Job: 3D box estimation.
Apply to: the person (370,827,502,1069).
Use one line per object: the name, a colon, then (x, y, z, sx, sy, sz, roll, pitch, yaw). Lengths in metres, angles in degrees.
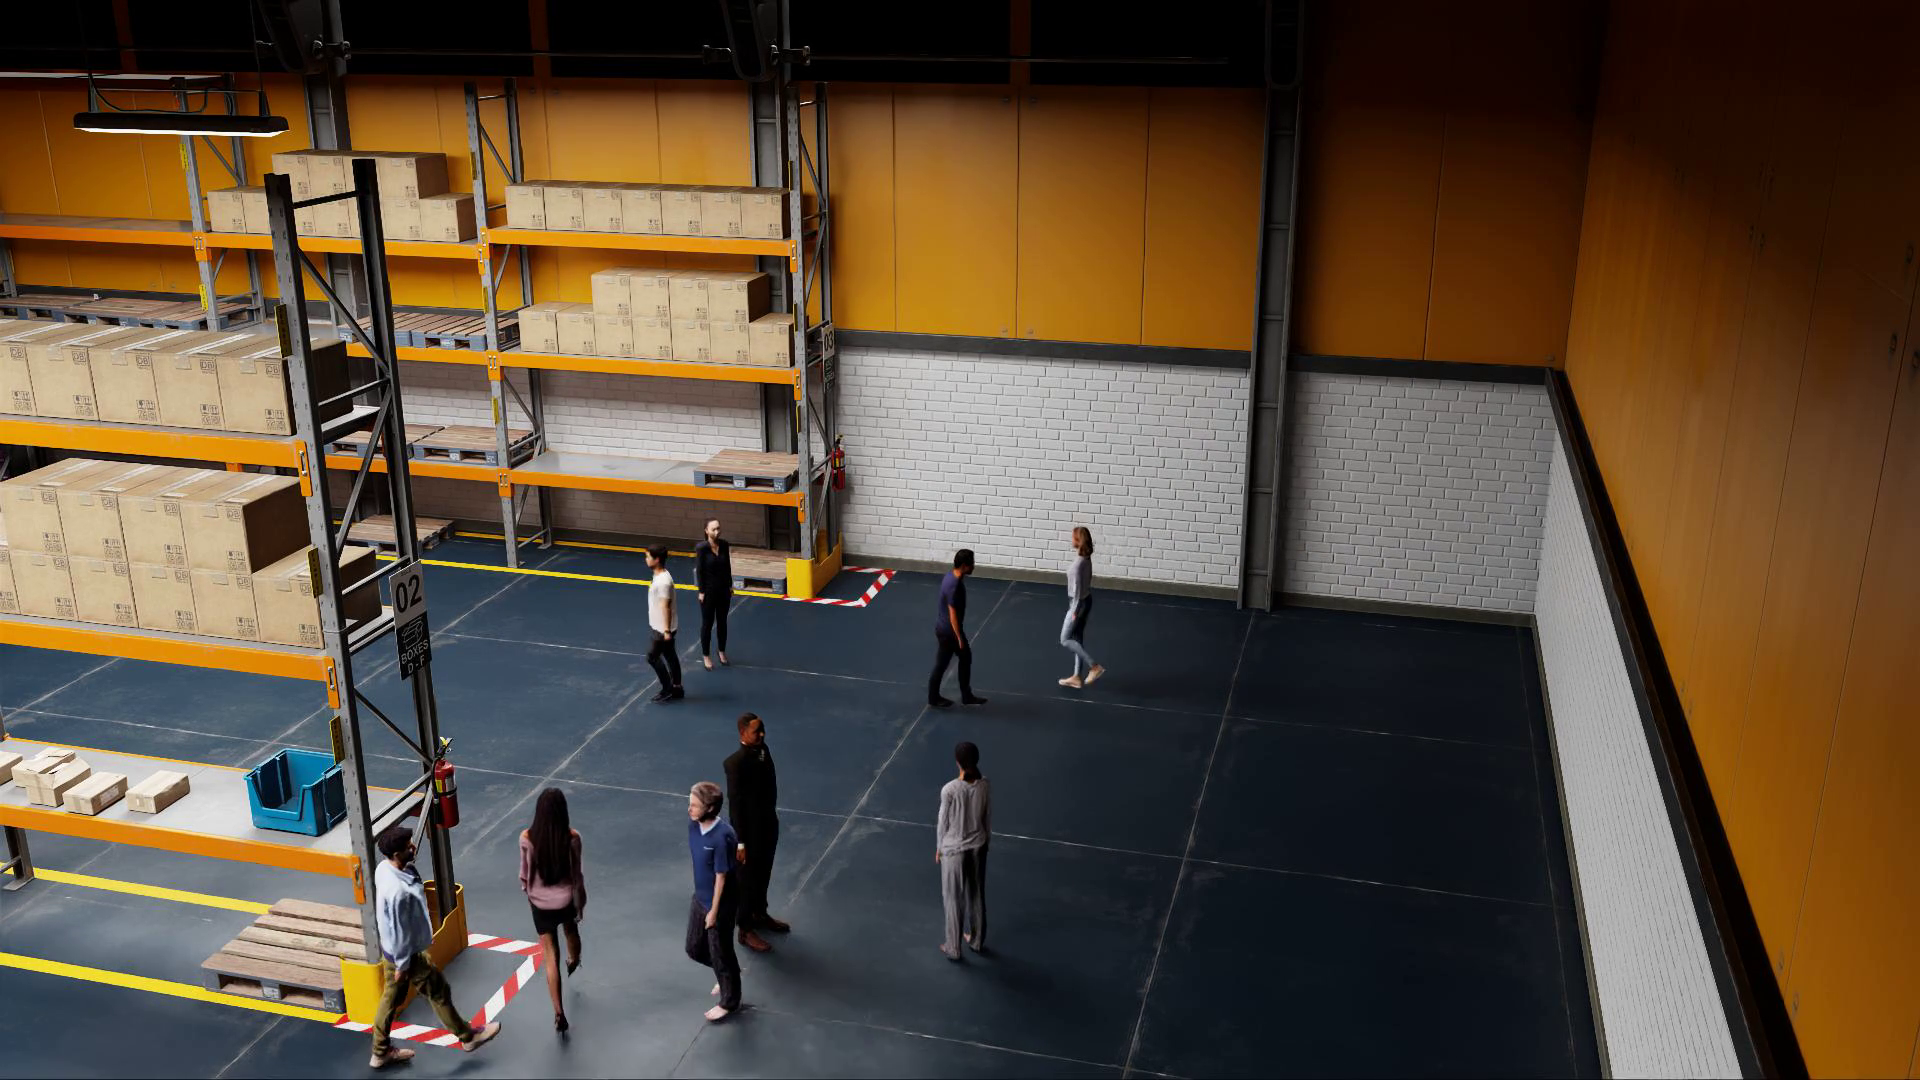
person: (-3.838, 2.790, 11.230, 1.187, 1.775, 1.123, -10, 21, -28)

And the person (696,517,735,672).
person: (-2.645, 0.569, 17.924, 0.644, 1.711, 0.670, -14, 23, -36)

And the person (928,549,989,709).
person: (-0.186, 0.918, 16.840, 0.867, 1.742, 0.711, 2, 19, 7)

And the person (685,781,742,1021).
person: (-1.667, 2.539, 11.846, 0.873, 1.857, 0.796, -14, 23, -36)

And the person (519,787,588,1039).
person: (-2.851, 2.651, 11.676, 1.152, 1.754, 1.002, -3, 19, -10)

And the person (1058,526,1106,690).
person: (1.320, 0.722, 17.352, 0.755, 1.786, 0.632, 7, 20, 19)

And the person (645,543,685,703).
person: (-2.968, 0.846, 17.099, 0.756, 1.712, 0.755, -4, 19, -12)

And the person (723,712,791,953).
person: (-1.587, 2.203, 12.770, 0.641, 1.905, 0.708, 7, 20, 20)

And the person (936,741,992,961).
person: (0.032, 2.346, 12.554, 0.678, 1.771, 0.742, -10, 21, -27)
